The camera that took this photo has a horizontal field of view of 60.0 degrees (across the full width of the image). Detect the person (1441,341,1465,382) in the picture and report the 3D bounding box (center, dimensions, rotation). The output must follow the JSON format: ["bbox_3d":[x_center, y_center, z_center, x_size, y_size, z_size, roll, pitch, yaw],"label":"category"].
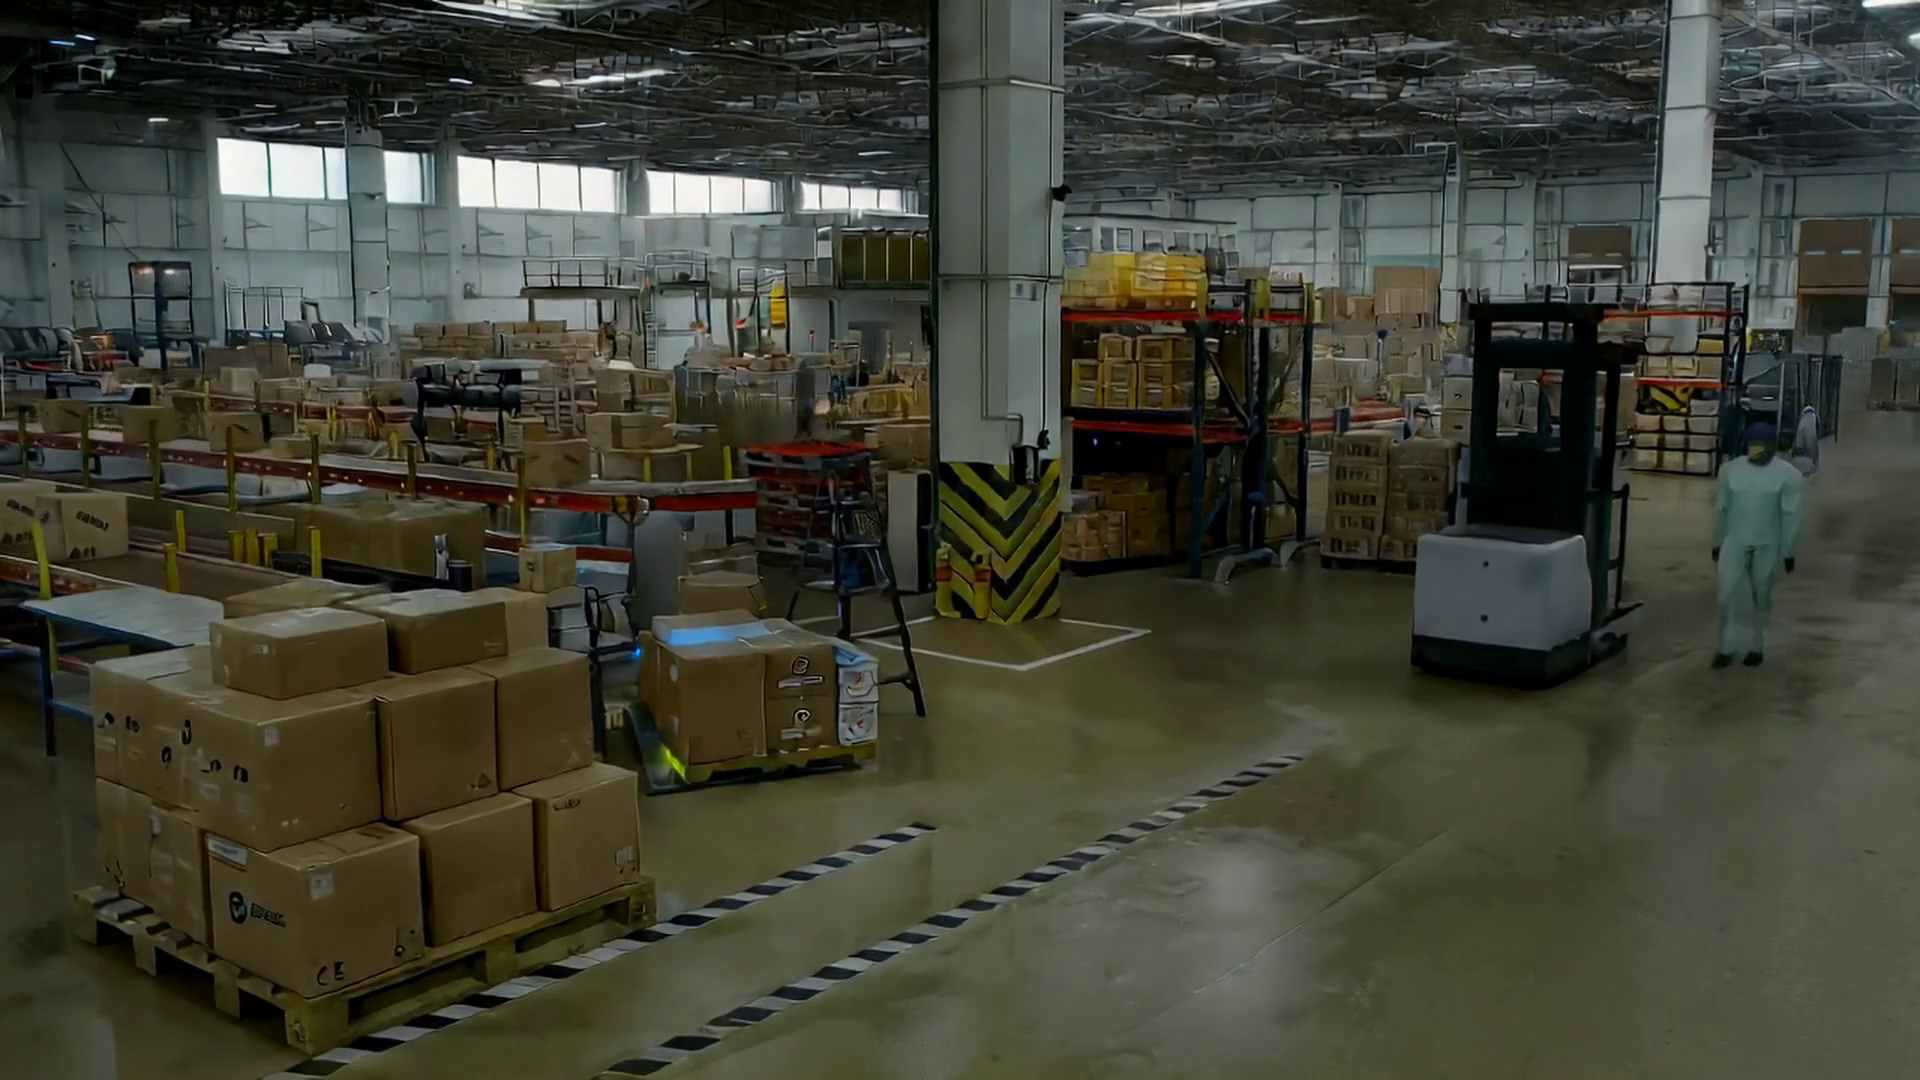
[{"bbox_3d":[11.376,-3.688,38.396,0.594,1.801,0.835,7,11,41],"label":"person"}]

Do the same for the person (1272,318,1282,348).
[{"bbox_3d":[13.881,-8.831,72.915,0.429,1.841,0.634,2,9,14],"label":"person"}]

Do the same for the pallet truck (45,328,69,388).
[{"bbox_3d":[-23.775,-4.544,43.495,1.885,1.965,0.823,6,10,35],"label":"pallet truck"}]

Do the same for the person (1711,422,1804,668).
[{"bbox_3d":[6.063,0.059,12.745,0.658,1.909,0.773,7,11,40],"label":"person"}]

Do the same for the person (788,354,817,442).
[{"bbox_3d":[-3.023,-2.717,32.071,0.527,1.734,0.778,5,10,32],"label":"person"}]

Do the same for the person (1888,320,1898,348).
[{"bbox_3d":[33.595,-6.956,59.894,0.606,1.960,0.779,-6,10,-34],"label":"person"}]

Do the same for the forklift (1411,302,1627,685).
[{"bbox_3d":[4.379,-0.438,12.852,1.129,2.768,1.873,7,11,37],"label":"forklift"}]

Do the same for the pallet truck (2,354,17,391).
[{"bbox_3d":[-24.881,-4.417,42.634,1.885,1.965,0.823,8,11,41],"label":"pallet truck"}]

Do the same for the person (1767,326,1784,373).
[{"bbox_3d":[29.627,-6.901,60.322,0.504,1.710,0.808,-2,9,-14],"label":"person"}]

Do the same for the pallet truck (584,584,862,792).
[{"bbox_3d":[-1.426,0.805,10.019,1.601,1.201,0.680,-4,9,-26],"label":"pallet truck"}]

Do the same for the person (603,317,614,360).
[{"bbox_3d":[-15.209,-8.706,71.922,0.357,1.886,0.573,6,11,36],"label":"person"}]

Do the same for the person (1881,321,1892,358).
[{"bbox_3d":[33.095,-6.874,59.489,0.394,1.919,0.581,4,9,23],"label":"person"}]

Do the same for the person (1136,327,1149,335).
[{"bbox_3d":[4.881,-4.757,44.960,1.076,1.980,0.621,1,8,4],"label":"person"}]

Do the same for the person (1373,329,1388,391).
[{"bbox_3d":[12.278,-5.271,48.894,0.528,1.849,0.716,2,9,13],"label":"person"}]

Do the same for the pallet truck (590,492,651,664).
[{"bbox_3d":[-3.115,0.344,12.883,0.653,1.274,1.630,7,11,37],"label":"pallet truck"}]

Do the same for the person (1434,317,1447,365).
[{"bbox_3d":[19.520,-8.085,67.611,0.379,1.931,0.625,-5,10,-30],"label":"person"}]
